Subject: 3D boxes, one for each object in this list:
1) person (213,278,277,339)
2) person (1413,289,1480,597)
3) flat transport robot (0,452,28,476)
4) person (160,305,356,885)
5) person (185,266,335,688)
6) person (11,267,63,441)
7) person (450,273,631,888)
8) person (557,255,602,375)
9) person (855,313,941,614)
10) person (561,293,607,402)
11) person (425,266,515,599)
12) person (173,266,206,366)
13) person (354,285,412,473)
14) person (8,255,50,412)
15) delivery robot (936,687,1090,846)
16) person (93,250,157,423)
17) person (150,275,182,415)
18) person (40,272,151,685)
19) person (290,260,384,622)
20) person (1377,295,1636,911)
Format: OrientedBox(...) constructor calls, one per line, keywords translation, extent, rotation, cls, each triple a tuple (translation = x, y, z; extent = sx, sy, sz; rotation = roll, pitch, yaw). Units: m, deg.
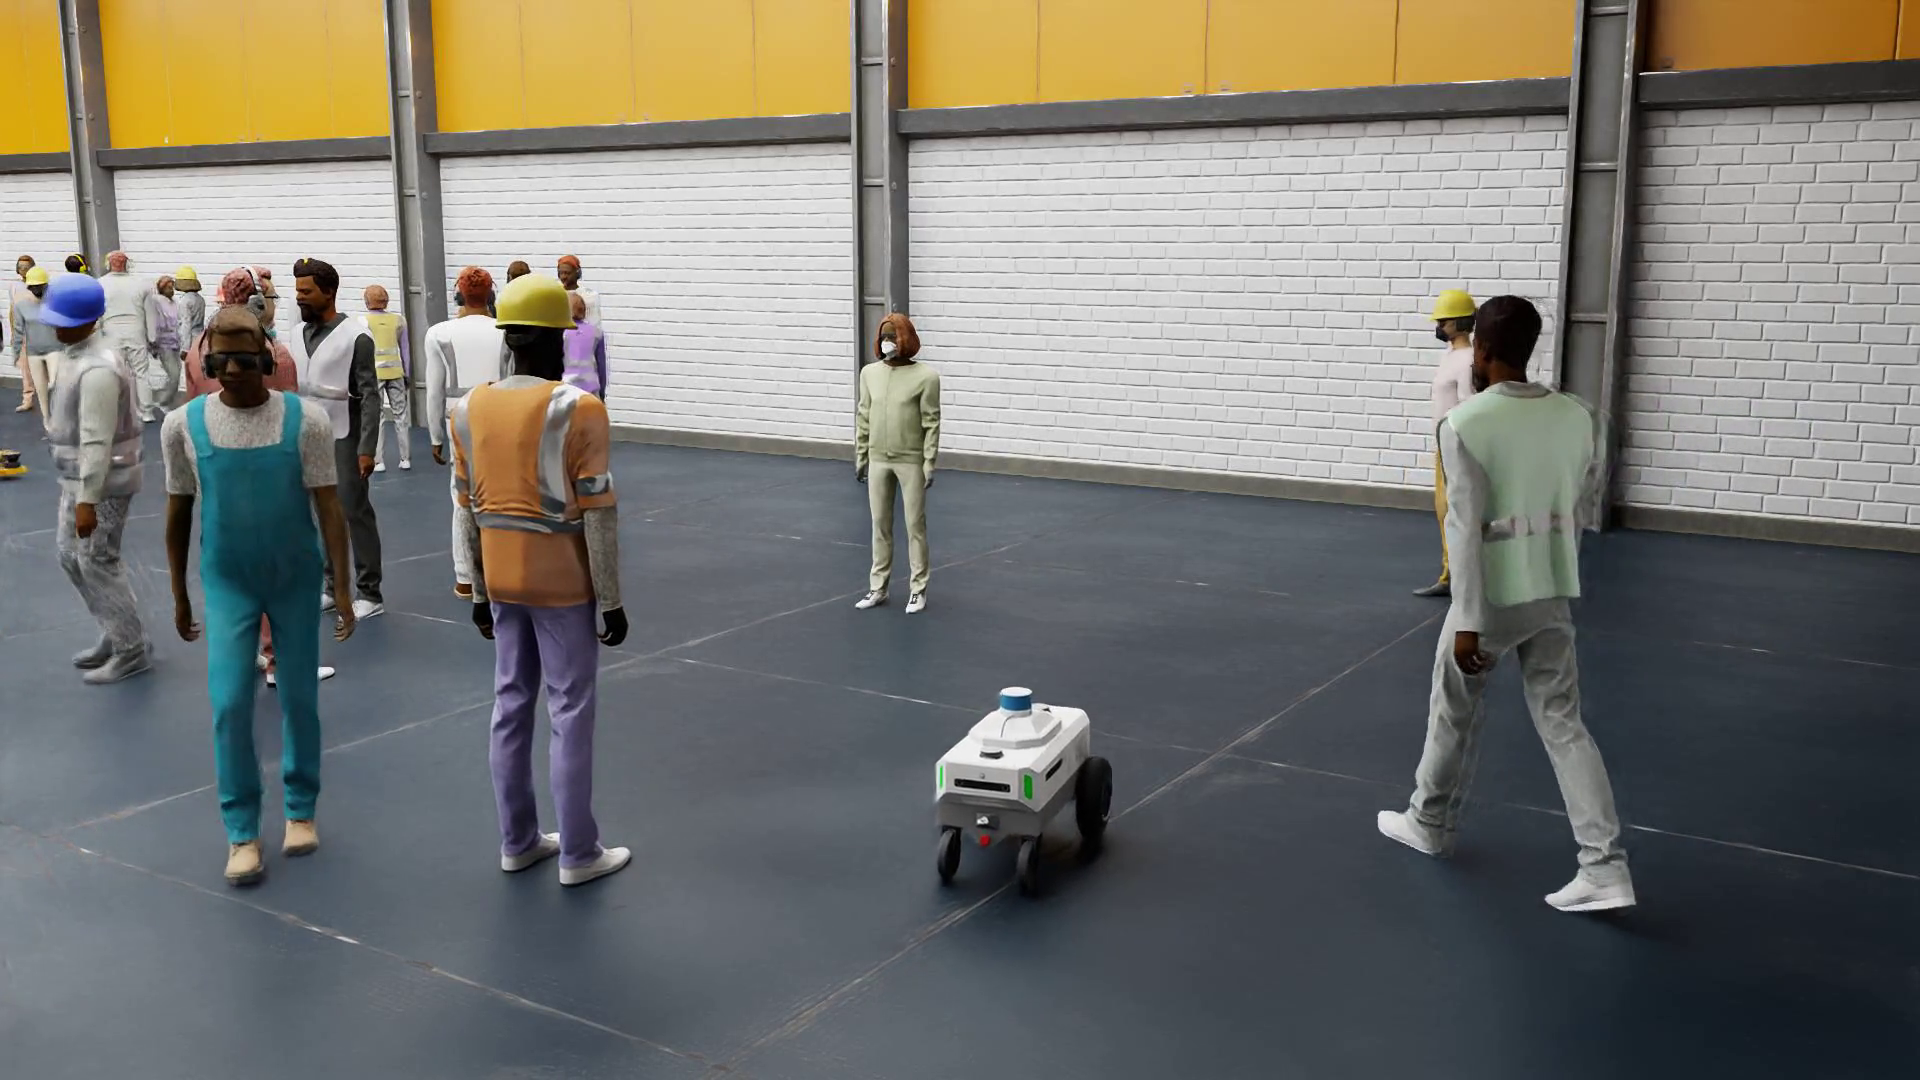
OrientedBox(translation=(-5.299, -1.057, 12.284), extent=(0.573, 1.748, 0.342), rotation=(3, 11, 17), cls="person")
OrientedBox(translation=(2.815, -0.514, 9.279), extent=(0.472, 1.754, 0.543), rotation=(1, 10, 6), cls="person")
OrientedBox(translation=(-8.749, -0.651, 14.137), extent=(1.431, 0.197, 0.652), rotation=(4, 11, 19), cls="flat transport robot")
OrientedBox(translation=(-2.214, 0.175, 5.279), extent=(0.541, 1.819, 0.682), rotation=(-4, 11, -21), cls="person")
OrientedBox(translation=(-3.190, -0.287, 7.595), extent=(0.651, 1.906, 0.401), rotation=(6, 12, 30), cls="person")
OrientedBox(translation=(-9.190, -1.843, 16.667), extent=(0.545, 1.750, 0.566), rotation=(-2, 10, -8), cls="person")
OrientedBox(translation=(-1.315, 0.131, 5.256), extent=(0.587, 1.921, 0.392), rotation=(5, 11, 25), cls="person")
OrientedBox(translation=(-3.615, -1.704, 15.507), extent=(0.573, 1.884, 0.355), rotation=(3, 11, 14), cls="person")
OrientedBox(translation=(-0.346, -0.415, 9.061), extent=(0.498, 1.633, 0.285), rotation=(4, 11, 23), cls="person")
OrientedBox(translation=(-3.120, -1.195, 13.465), extent=(0.547, 1.590, 0.845), rotation=(-6, 12, -30), cls="person")
OrientedBox(translation=(-2.703, -0.597, 9.407), extent=(0.582, 1.878, 0.354), rotation=(-3, 11, -14), cls="person")
OrientedBox(translation=(-8.347, -2.096, 18.069), extent=(0.295, 1.744, 0.489), rotation=(-1, 10, -3), cls="person")
OrientedBox(translation=(-5.045, -1.404, 14.528), extent=(0.520, 1.636, 0.312), rotation=(-9, 14, -41), cls="person")
OrientedBox(translation=(-10.937, -2.423, 19.598), extent=(0.506, 1.847, 0.345), rotation=(0, 10, -1), cls="person")
OrientedBox(translation=(0.183, 0.728, 5.455), extent=(0.477, 0.478, 0.707), rotation=(4, 11, 19), cls="delivery robot")
OrientedBox(translation=(-9.210, -2.225, 18.331), extent=(0.651, 1.907, 0.409), rotation=(-7, 12, -32), cls="person")
OrientedBox(translation=(-8.944, -2.184, 18.868), extent=(0.372, 1.620, 0.534), rotation=(3, 11, 14), cls="person")
OrientedBox(translation=(-3.912, -0.260, 7.518), extent=(0.401, 1.883, 0.695), rotation=(-8, 13, -37), cls="person")
OrientedBox(translation=(-3.326, -0.526, 8.886), extent=(0.597, 1.916, 0.371), rotation=(6, 12, 30), cls="person")
OrientedBox(translation=(1.729, 0.178, 5.155), extent=(0.599, 1.868, 1.020), rotation=(-4, 11, -22), cls="person")
